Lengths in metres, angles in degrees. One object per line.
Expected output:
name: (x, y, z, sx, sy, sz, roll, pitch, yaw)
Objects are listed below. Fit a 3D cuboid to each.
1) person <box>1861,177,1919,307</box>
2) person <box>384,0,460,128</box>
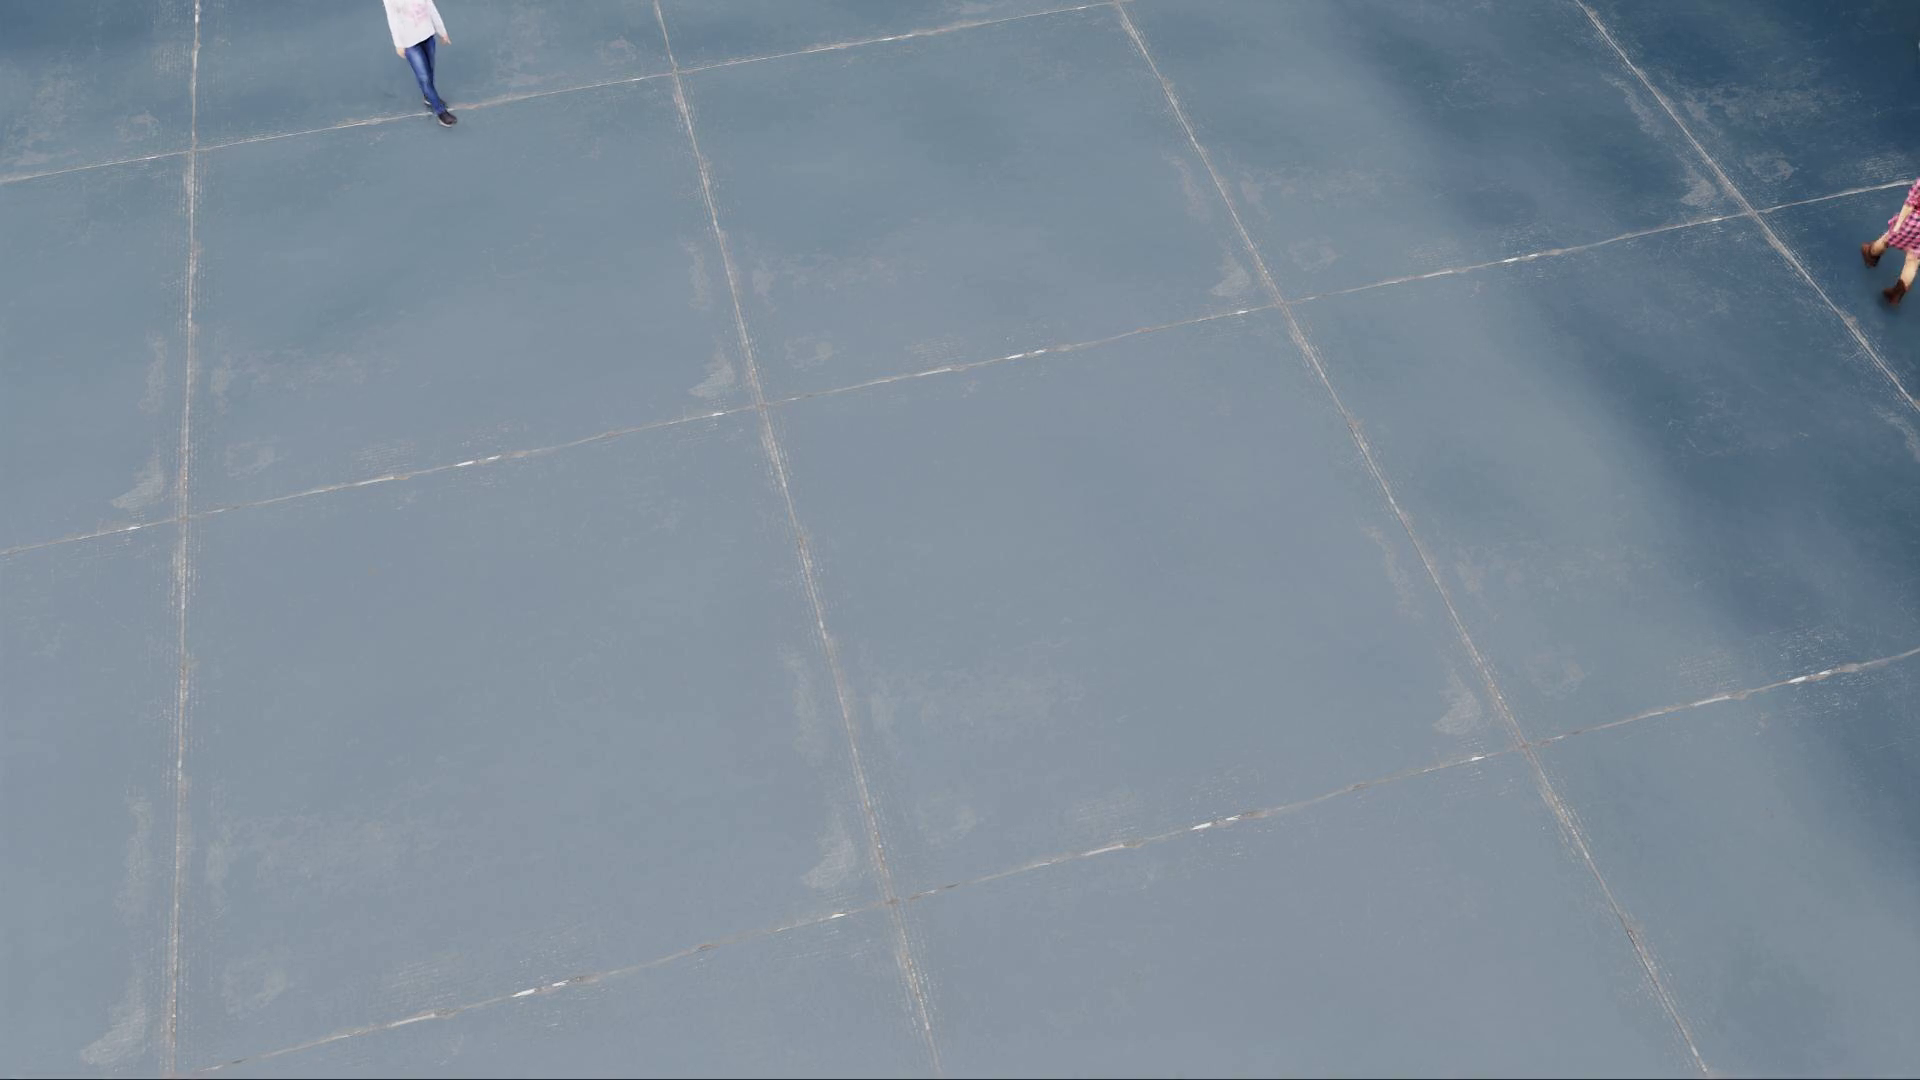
person: (5.272, -1.734, 9.105, 0.579, 1.006, 0.789, 3, 52, 2)
person: (-3.331, -3.085, 10.091, 0.727, 1.101, 0.646, 32, 59, 22)
